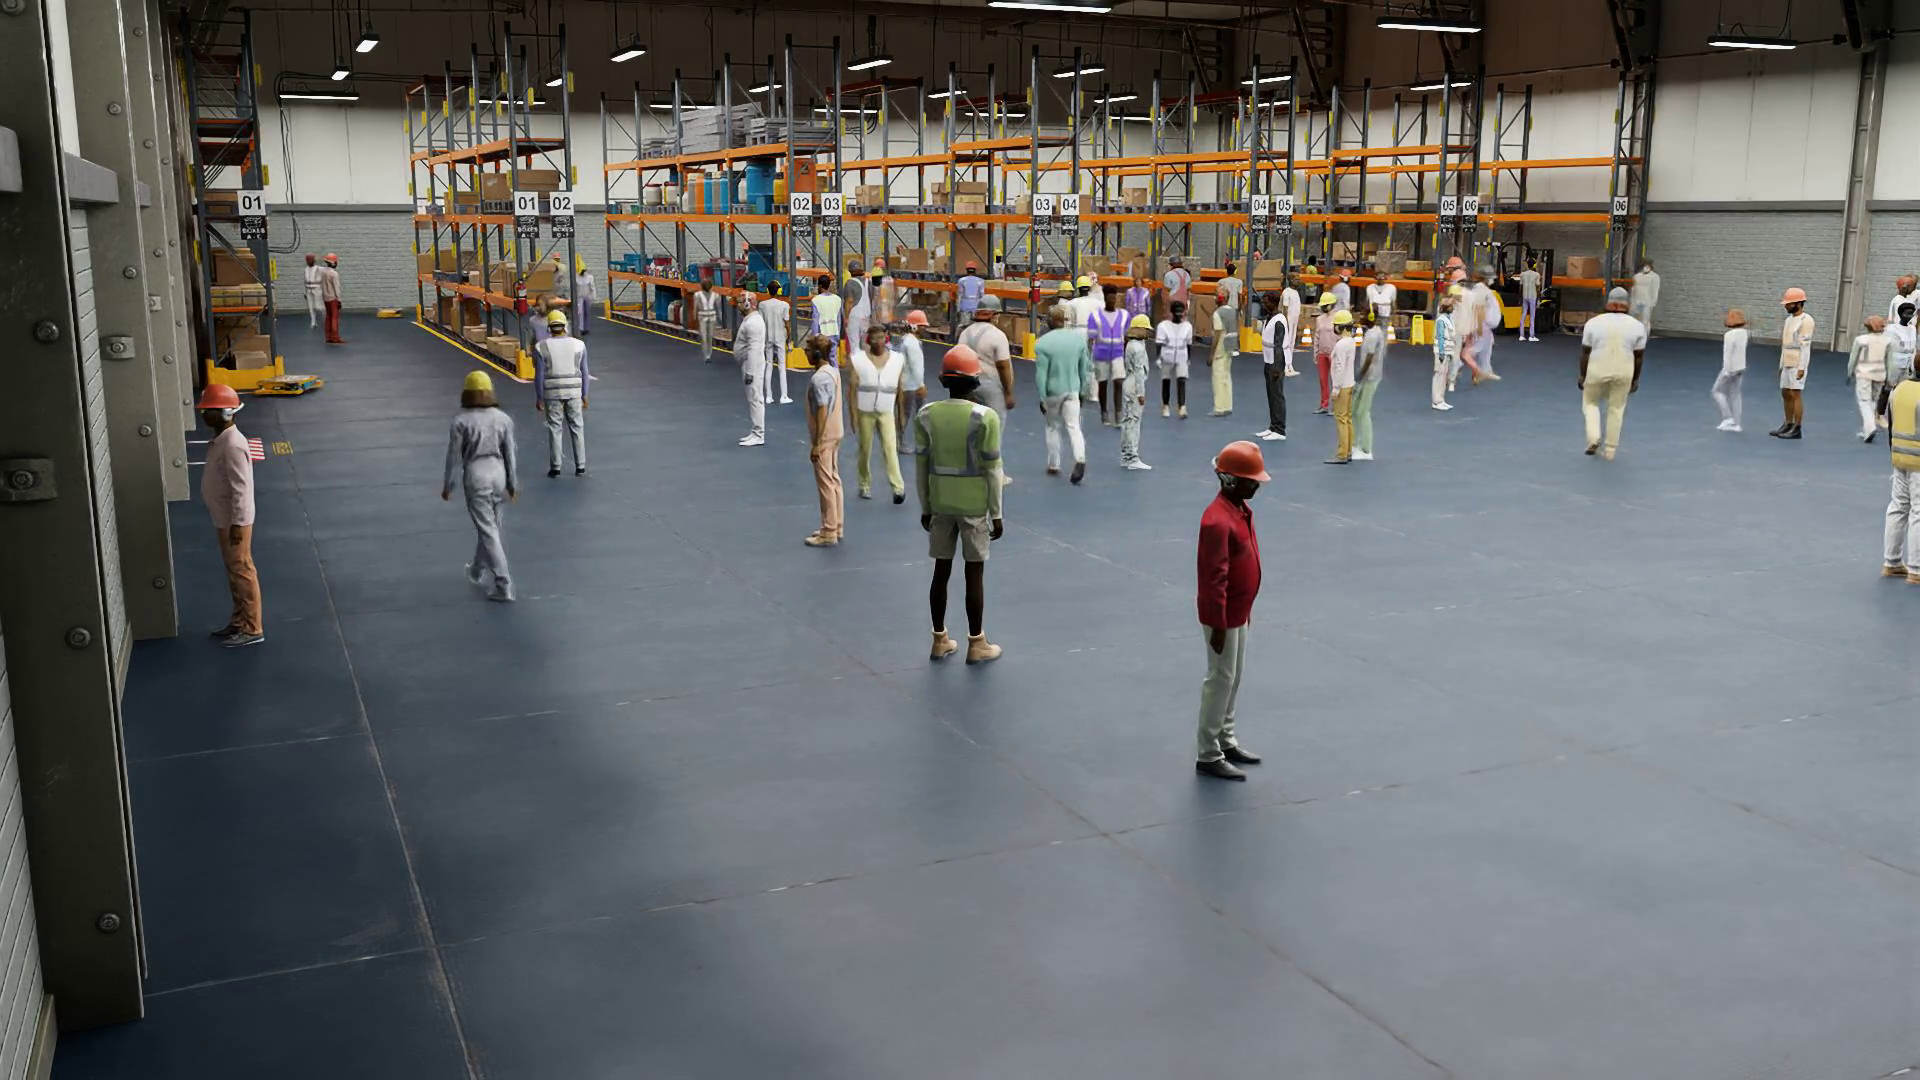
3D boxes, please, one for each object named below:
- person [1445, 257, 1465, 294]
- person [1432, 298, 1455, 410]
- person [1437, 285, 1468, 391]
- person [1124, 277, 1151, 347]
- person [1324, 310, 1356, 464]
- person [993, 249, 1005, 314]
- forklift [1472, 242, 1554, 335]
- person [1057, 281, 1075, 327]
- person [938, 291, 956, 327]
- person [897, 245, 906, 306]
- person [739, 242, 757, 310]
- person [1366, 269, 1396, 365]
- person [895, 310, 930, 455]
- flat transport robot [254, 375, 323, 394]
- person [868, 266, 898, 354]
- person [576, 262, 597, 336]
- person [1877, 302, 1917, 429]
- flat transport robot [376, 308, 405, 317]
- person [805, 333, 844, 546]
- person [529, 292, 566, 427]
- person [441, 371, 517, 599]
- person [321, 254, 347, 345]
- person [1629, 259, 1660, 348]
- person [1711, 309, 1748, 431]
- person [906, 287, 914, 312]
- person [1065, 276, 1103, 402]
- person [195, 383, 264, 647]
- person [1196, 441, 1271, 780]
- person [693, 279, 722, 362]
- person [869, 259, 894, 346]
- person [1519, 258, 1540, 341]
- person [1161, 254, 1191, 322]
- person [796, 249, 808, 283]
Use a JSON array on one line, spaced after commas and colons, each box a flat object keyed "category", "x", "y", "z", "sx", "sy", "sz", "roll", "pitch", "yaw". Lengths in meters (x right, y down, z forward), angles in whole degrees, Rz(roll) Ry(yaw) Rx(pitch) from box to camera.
[{"category": "person", "x": 9.511, "y": -4.418, "z": 32.022, "sx": 0.414, "sy": 2.035, "sz": 0.601, "roll": 2, "pitch": 11, "yaw": 10}, {"category": "person", "x": 7.121, "y": -2.741, "z": 24.483, "sx": 0.308, "sy": 1.641, "sz": 0.514, "roll": 6, "pitch": 13, "yaw": 27}, {"category": "person", "x": 8.005, "y": -3.298, "z": 27.101, "sx": 0.502, "sy": 1.720, "sz": 0.499, "roll": 2, "pitch": 11, "yaw": 11}, {"category": "person", "x": 3.587, "y": -4.516, "z": 33.620, "sx": 0.521, "sy": 1.592, "sz": 0.853, "roll": 2, "pitch": 11, "yaw": 8}, {"category": "person", "x": 4.384, "y": -1.756, "z": 19.155, "sx": 0.315, "sy": 1.767, "sz": 0.535, "roll": 6, "pitch": 13, "yaw": 28}, {"category": "person", "x": 0.978, "y": -6.684, "z": 43.789, "sx": 0.594, "sy": 1.926, "sz": 0.367, "roll": -10, "pitch": 15, "yaw": -40}, {"category": "forklift", "x": 13.047, "y": -6.049, "z": 39.881, "sx": 2.313, "sy": 2.155, "sz": 1.214, "roll": -5, "pitch": 12, "yaw": -23}, {"category": "person", "x": 1.769, "y": -3.466, "z": 27.907, "sx": 0.297, "sy": 1.744, "sz": 0.487, "roll": 0, "pitch": 11, "yaw": 1}, {"category": "person", "x": -0.356, "y": -6.219, "z": 41.218, "sx": 0.651, "sy": 2.013, "sz": 0.742, "roll": -7, "pitch": 13, "yaw": -33}, {"category": "person", "x": -1.837, "y": -8.240, "z": 51.802, "sx": 0.356, "sy": 1.887, "sz": 0.572, "roll": -4, "pitch": 12, "yaw": -17}, {"category": "person", "x": -6.306, "y": -7.852, "z": 49.473, "sx": 0.613, "sy": 2.031, "sz": 0.409, "roll": 3, "pitch": 12, "yaw": 15}, {"category": "person", "x": 7.912, "y": -4.180, "z": 31.354, "sx": 0.588, "sy": 1.816, "sz": 0.799, "roll": 5, "pitch": 12, "yaw": 22}, {"category": "person", "x": -0.495, "y": -1.865, "z": 19.817, "sx": 0.702, "sy": 1.721, "sz": 0.575, "roll": 2, "pitch": 11, "yaw": 8}, {"category": "flat transport robot", "x": -10.814, "y": -2.513, "z": 26.814, "sx": 0.652, "sy": 0.197, "sz": 1.431, "roll": -1, "pitch": 11, "yaw": -5}, {"category": "person", "x": -1.409, "y": -4.047, "z": 30.436, "sx": 0.530, "sy": 1.907, "sz": 0.603, "roll": -2, "pitch": 11, "yaw": -9}, {"category": "person", "x": -8.901, "y": -5.704, "z": 39.348, "sx": 0.536, "sy": 1.720, "sz": 0.919, "roll": -4, "pitch": 12, "yaw": -21}, {"category": "person", "x": 12.553, "y": -2.331, "z": 22.252, "sx": 0.531, "sy": 1.697, "sz": 0.322, "roll": -5, "pitch": 12, "yaw": -25}, {"category": "flat transport robot", "x": -15.807, "y": -6.324, "z": 46.181, "sx": 0.652, "sy": 0.197, "sz": 1.431, "roll": -3, "pitch": 11, "yaw": -14}, {"category": "person", "x": -1.181, "y": -0.864, "z": 14.423, "sx": 0.326, "sy": 1.843, "sz": 0.516, "roll": 2, "pitch": 11, "yaw": 11}, {"category": "person", "x": -5.566, "y": -2.480, "z": 22.710, "sx": 0.547, "sy": 1.818, "sz": 0.719, "roll": 3, "pitch": 12, "yaw": 14}, {"category": "person", "x": -3.627, "y": -0.425, "z": 12.556, "sx": 0.505, "sy": 1.694, "sz": 0.893, "roll": -11, "pitch": 16, "yaw": -44}, {"category": "person", "x": -13.761, "y": -5.280, "z": 36.513, "sx": 0.618, "sy": 1.986, "sz": 0.405, "roll": 10, "pitch": 15, "yaw": 41}, {"category": "person", "x": 14.580, "y": -5.054, "z": 35.574, "sx": 0.392, "sy": 1.906, "sz": 0.799, "roll": -6, "pitch": 13, "yaw": -28}, {"category": "person", "x": 10.207, "y": -2.237, "z": 21.993, "sx": 0.507, "sy": 1.620, "sz": 0.388, "roll": -7, "pitch": 13, "yaw": -32}, {"category": "person", "x": -1.436, "y": -7.474, "z": 48.568, "sx": 0.315, "sy": 1.630, "sz": 0.515, "roll": 1, "pitch": 11, "yaw": 6}, {"category": "person", "x": 1.891, "y": -3.062, "z": 25.416, "sx": 0.591, "sy": 1.918, "sz": 0.395, "roll": -1, "pitch": 11, "yaw": -3}, {"category": "person", "x": -4.892, "y": -0.173, "z": 11.128, "sx": 0.319, "sy": 1.755, "sz": 0.572, "roll": -7, "pitch": 13, "yaw": -33}, {"category": "person", "x": 1.395, "y": 0.354, "z": 8.505, "sx": 0.350, "sy": 1.739, "sz": 0.573, "roll": 4, "pitch": 12, "yaw": 21}, {"category": "person", "x": -4.838, "y": -4.217, "z": 32.049, "sx": 0.545, "sy": 1.598, "sz": 0.808, "roll": -5, "pitch": 12, "yaw": -23}, {"category": "person", "x": -1.622, "y": -4.765, "z": 34.009, "sx": 0.545, "sy": 1.938, "sz": 0.359, "roll": -3, "pitch": 12, "yaw": -17}, {"category": "person", "x": 12.864, "y": -5.423, "z": 37.526, "sx": 0.329, "sy": 1.872, "sz": 0.507, "roll": -10, "pitch": 15, "yaw": -43}, {"category": "person", "x": 4.462, "y": -4.955, "z": 34.715, "sx": 0.686, "sy": 2.000, "sz": 0.535, "roll": -8, "pitch": 14, "yaw": -37}, {"category": "person", "x": -5.073, "y": -8.279, "z": 52.385, "sx": 0.574, "sy": 1.738, "sz": 0.352, "roll": -2, "pitch": 11, "yaw": -10}]
